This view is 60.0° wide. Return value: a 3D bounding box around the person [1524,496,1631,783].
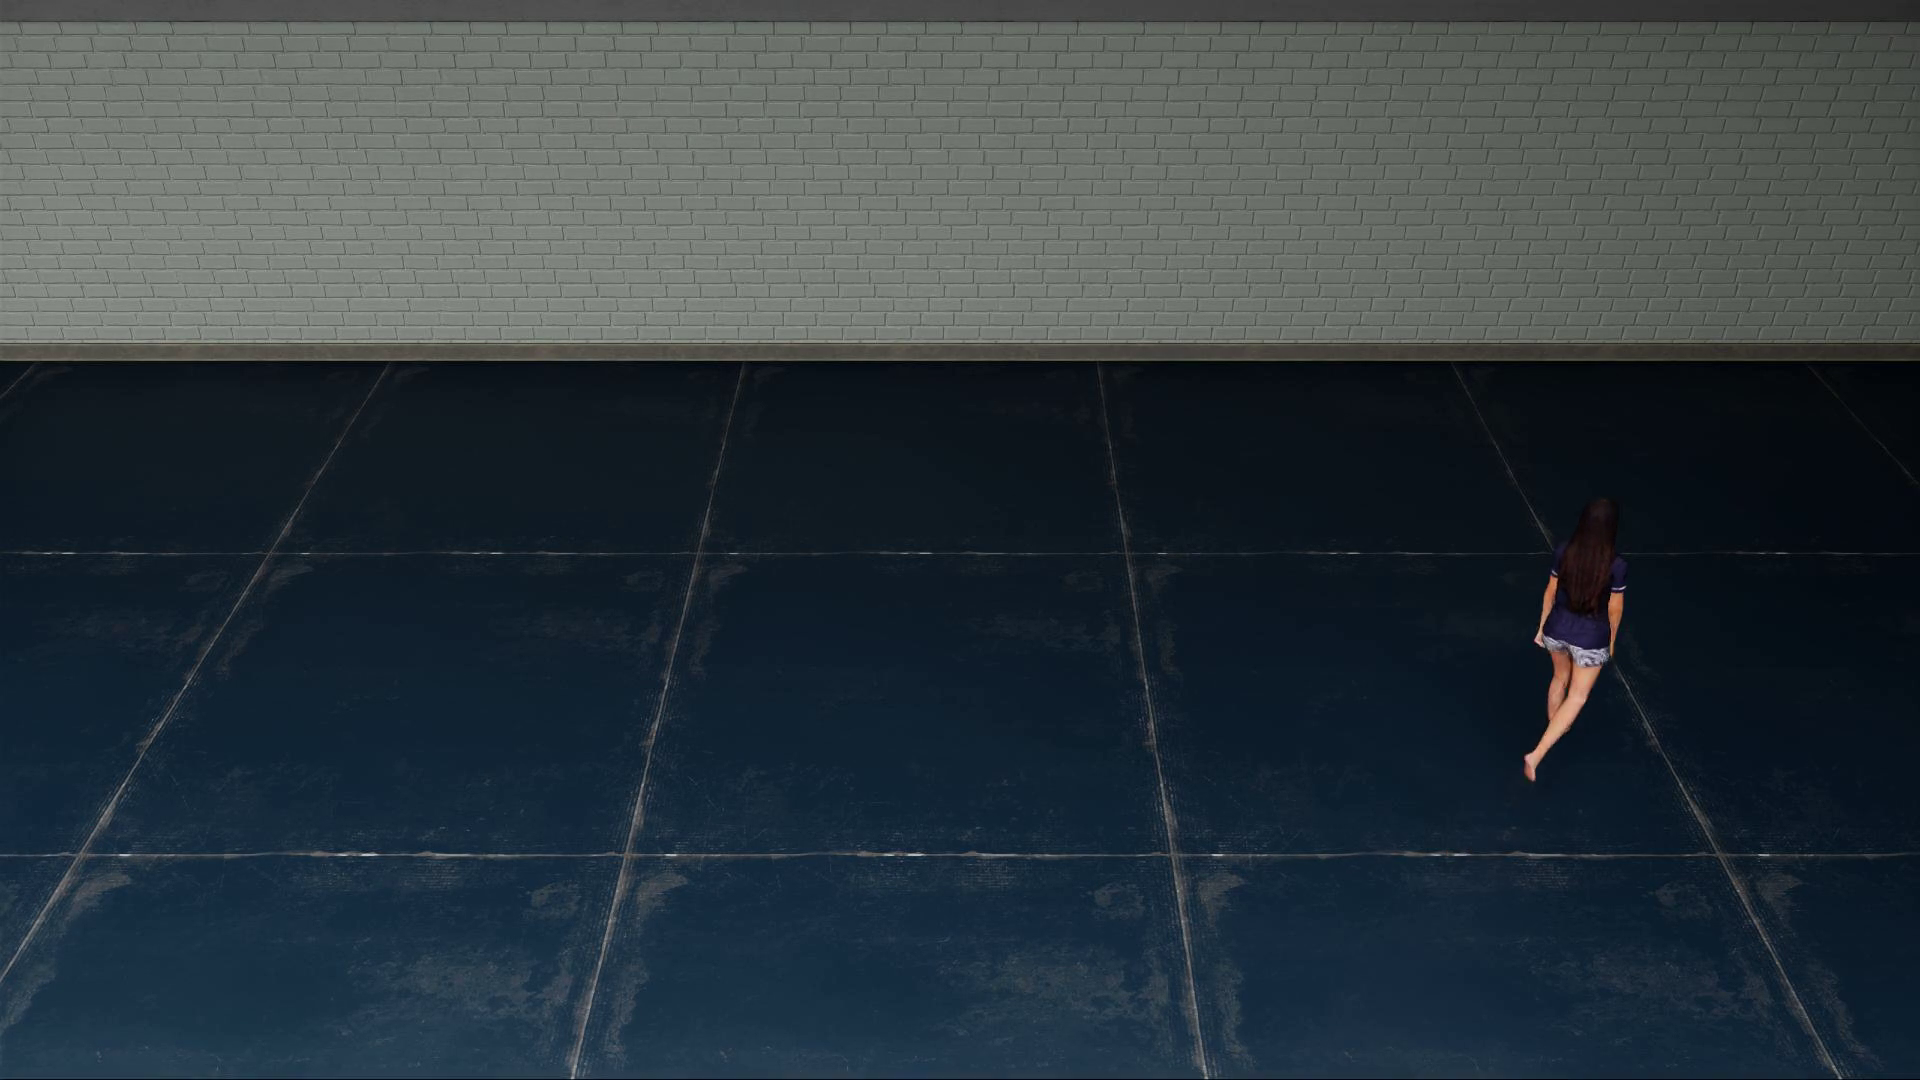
[{"bbox_3d":[3.413,0.579,9.286,0.972,1.744,1.062,25,40,33],"label":"person"}]
